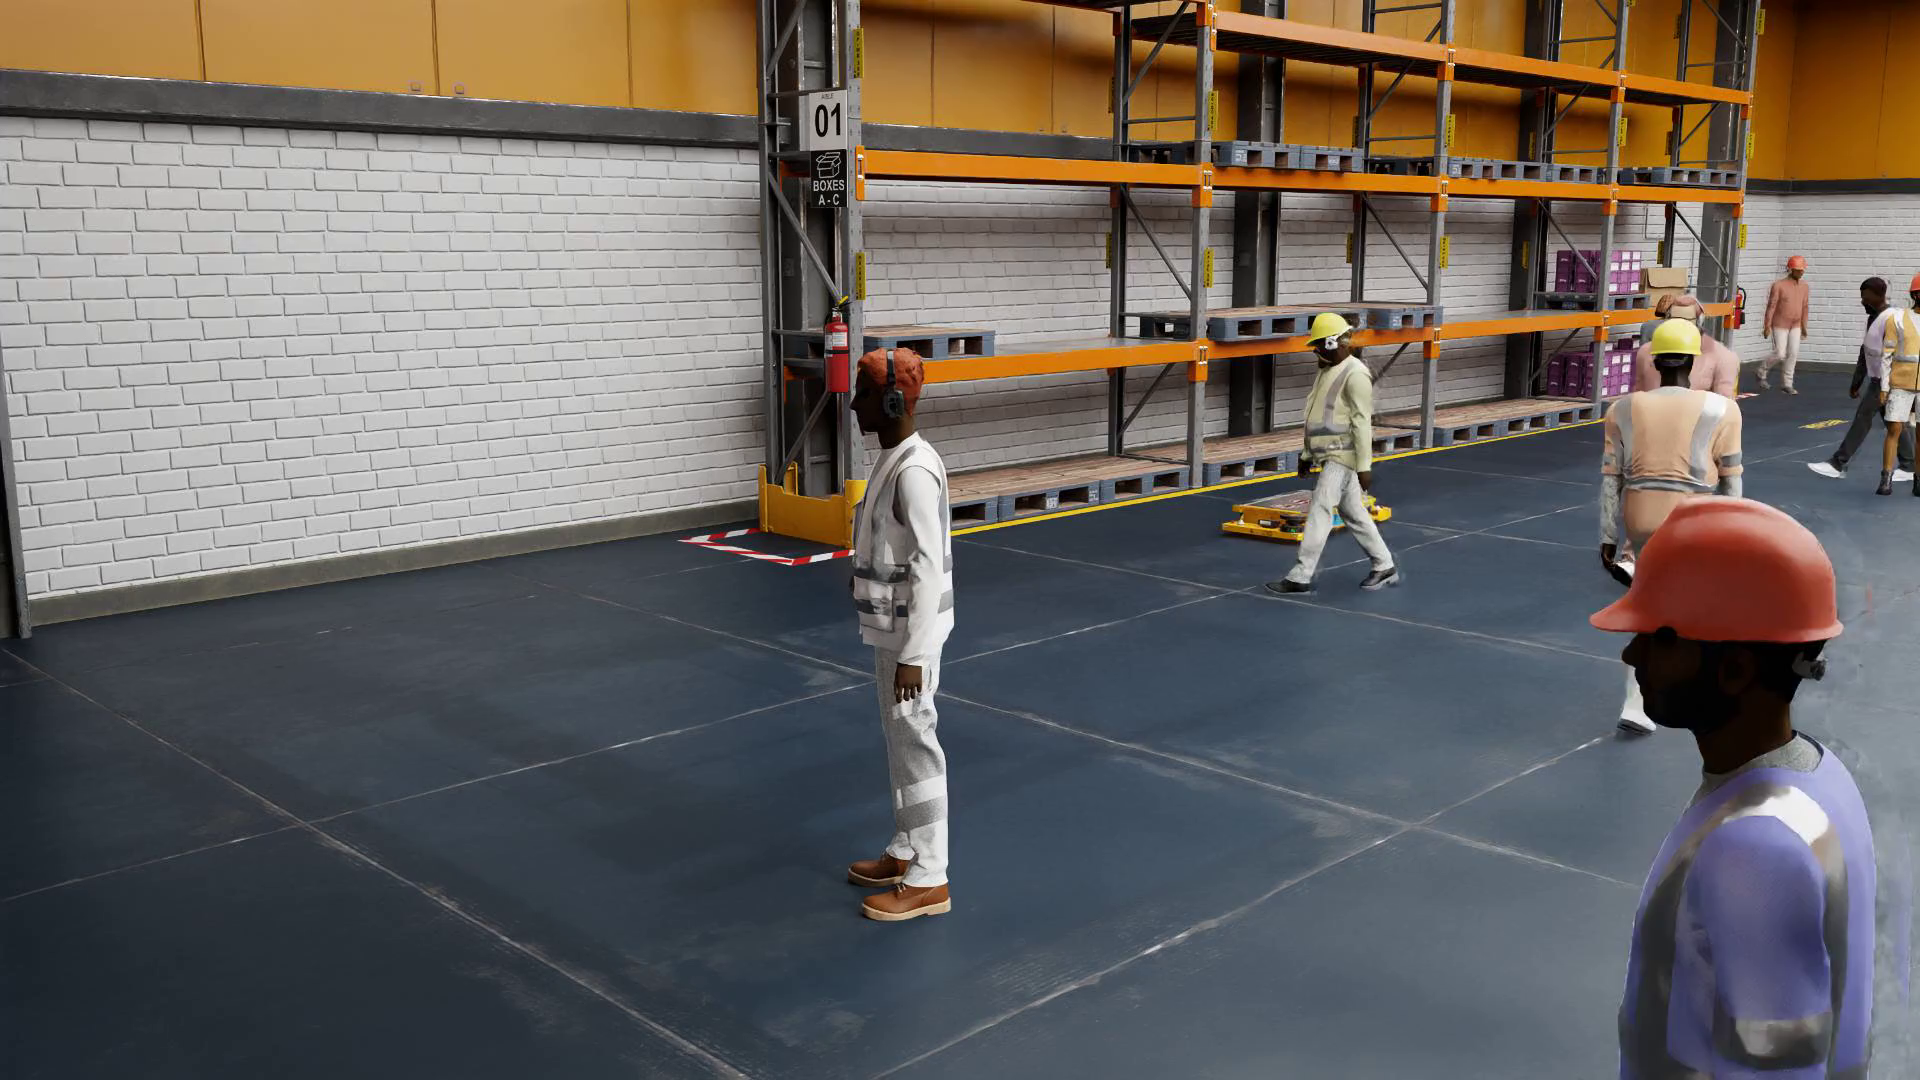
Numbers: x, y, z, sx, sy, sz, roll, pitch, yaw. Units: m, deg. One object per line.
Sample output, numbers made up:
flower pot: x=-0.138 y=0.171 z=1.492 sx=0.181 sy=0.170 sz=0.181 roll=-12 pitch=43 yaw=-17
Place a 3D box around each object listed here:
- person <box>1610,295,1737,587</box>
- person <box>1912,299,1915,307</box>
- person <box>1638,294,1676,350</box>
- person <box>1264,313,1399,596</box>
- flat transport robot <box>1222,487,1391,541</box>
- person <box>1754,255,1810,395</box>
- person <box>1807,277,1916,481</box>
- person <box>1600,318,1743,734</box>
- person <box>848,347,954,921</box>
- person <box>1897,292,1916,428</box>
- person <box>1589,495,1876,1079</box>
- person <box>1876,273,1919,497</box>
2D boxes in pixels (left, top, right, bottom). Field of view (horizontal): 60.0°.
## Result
person: x=4.520 y=-0.608 z=10.552 sx=0.659 sy=1.847 sz=1.007 roll=9 pitch=13 yaw=39
person: x=12.213 y=-2.474 z=20.868 sx=0.524 sy=1.800 sz=0.969 roll=-5 pitch=12 yaw=-25
person: x=7.319 y=-1.736 z=17.321 sx=0.505 sy=1.632 sz=0.269 roll=5 pitch=11 yaw=24
person: x=2.392 y=-0.535 z=10.436 sx=0.918 sy=1.767 sz=0.608 roll=-1 pitch=10 yaw=-6
flat transport robot: x=2.667 y=-0.210 z=12.720 sx=0.652 sy=0.197 sz=1.431 roll=9 pitch=14 yaw=41
person: x=11.645 y=-3.037 z=23.497 sx=0.667 sy=1.968 sz=0.624 roll=-3 pitch=11 yaw=-16
person: x=8.346 y=-1.460 z=15.207 sx=0.972 sy=1.851 sz=0.603 roll=3 pitch=11 yaw=16
person: x=3.239 y=-0.078 z=7.661 sx=0.584 sy=1.873 sz=1.026 roll=9 pitch=14 yaw=41
person: x=-0.193 y=0.308 z=5.490 sx=0.337 sy=1.882 sz=0.584 roll=-2 pitch=11 yaw=-10
person: x=11.145 y=-2.159 z=19.470 sx=0.547 sy=1.681 sz=0.442 roll=4 pitch=11 yaw=19
person: x=0.990 y=0.874 z=2.372 sx=0.994 sy=1.886 sz=0.568 roll=7 pitch=12 yaw=33
person: x=8.220 y=-1.338 z=14.310 sx=0.546 sy=1.942 sz=0.348 roll=5 pitch=11 yaw=24
